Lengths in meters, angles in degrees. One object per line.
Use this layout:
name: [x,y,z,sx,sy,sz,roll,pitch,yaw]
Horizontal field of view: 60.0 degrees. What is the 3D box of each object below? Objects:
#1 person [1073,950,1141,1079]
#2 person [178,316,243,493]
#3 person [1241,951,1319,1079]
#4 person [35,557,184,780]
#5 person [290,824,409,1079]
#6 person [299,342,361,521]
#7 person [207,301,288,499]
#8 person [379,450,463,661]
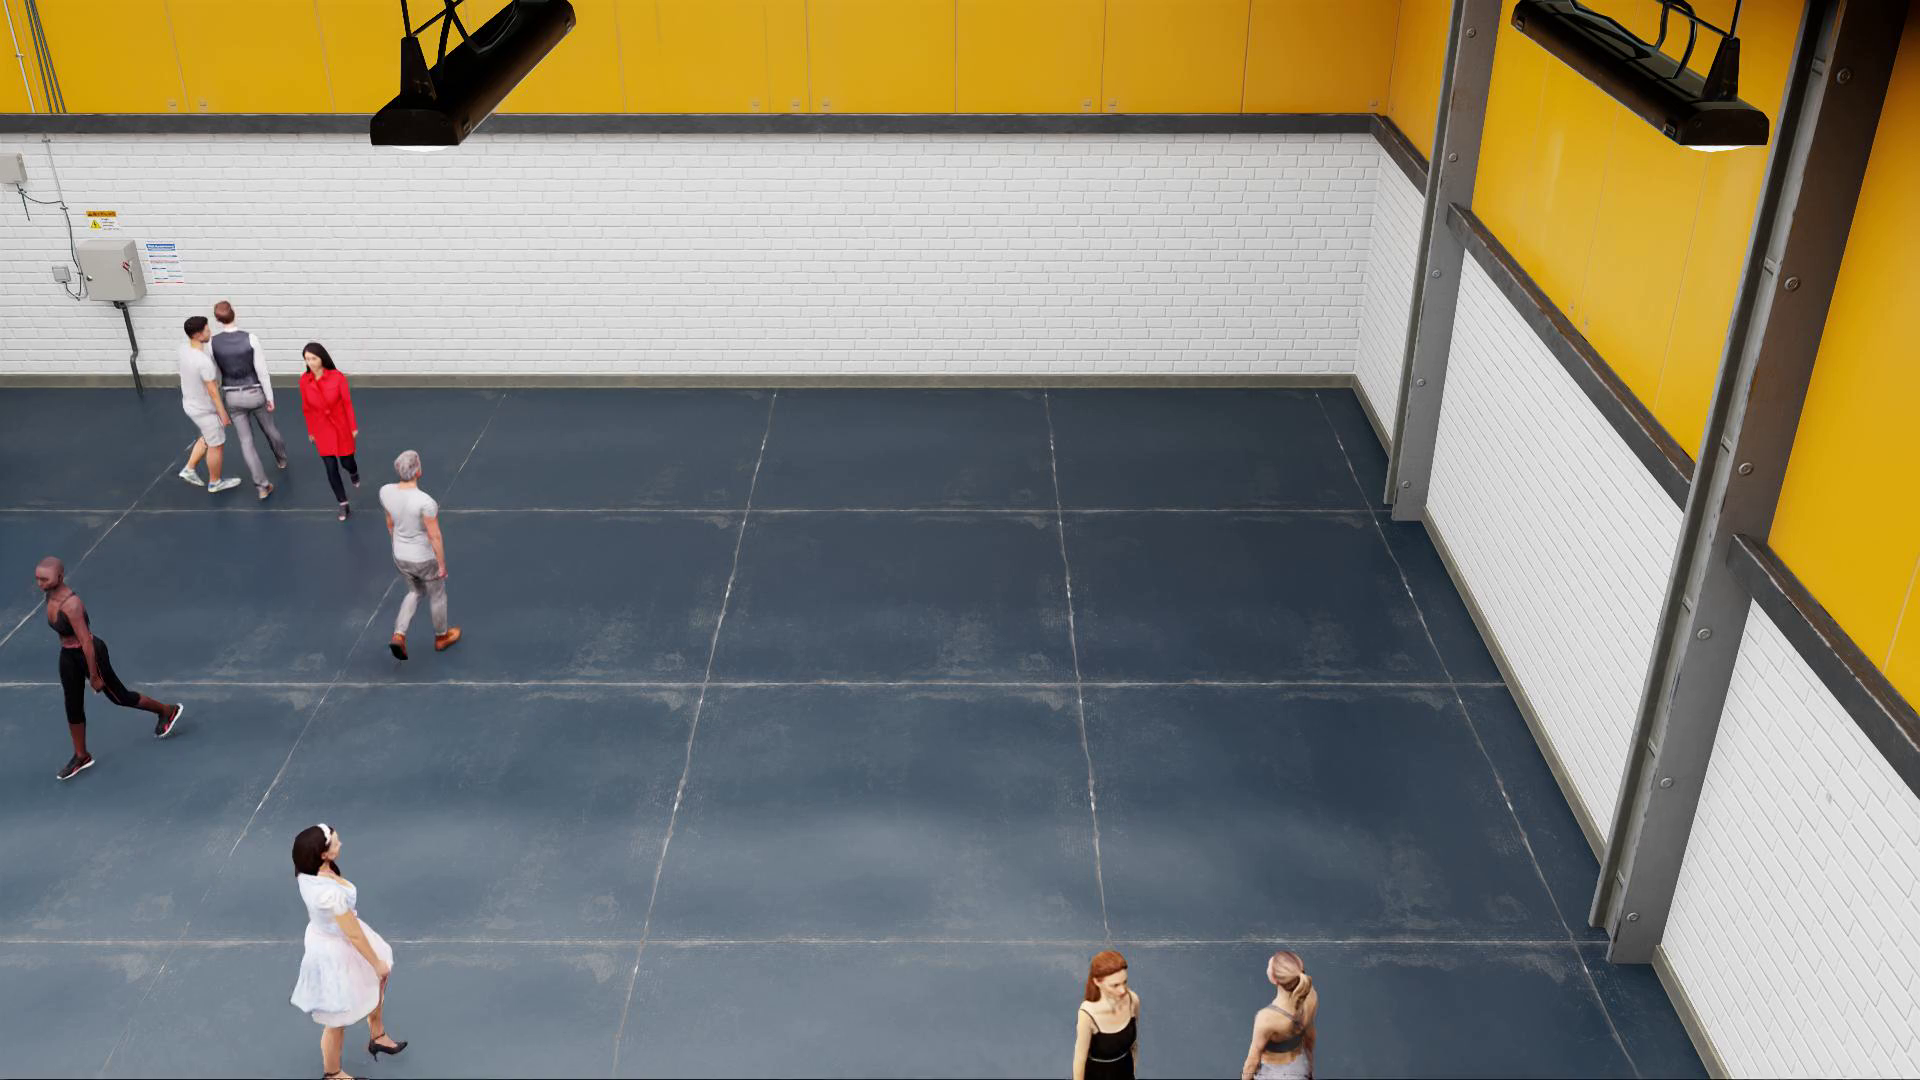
person: [0.706,2.771,8.700,0.803,1.614,0.922,-16,32,-27]
person: [-7.275,-1.233,15.825,0.933,1.821,0.993,19,34,31]
person: [1.692,2.825,8.515,0.690,1.698,0.721,-17,33,-28]
person: [-6.251,0.847,12.118,1.090,1.719,1.259,21,35,33]
person: [-3.538,2.387,9.215,0.954,1.794,0.923,-17,33,-28]
person: [-5.858,-1.047,15.576,0.669,1.733,0.848,-3,29,-5]
person: [-6.845,-1.310,15.880,0.904,1.903,1.231,-7,29,-13]
person: [-4.378,0.166,13.266,0.923,1.816,1.080,12,31,20]
